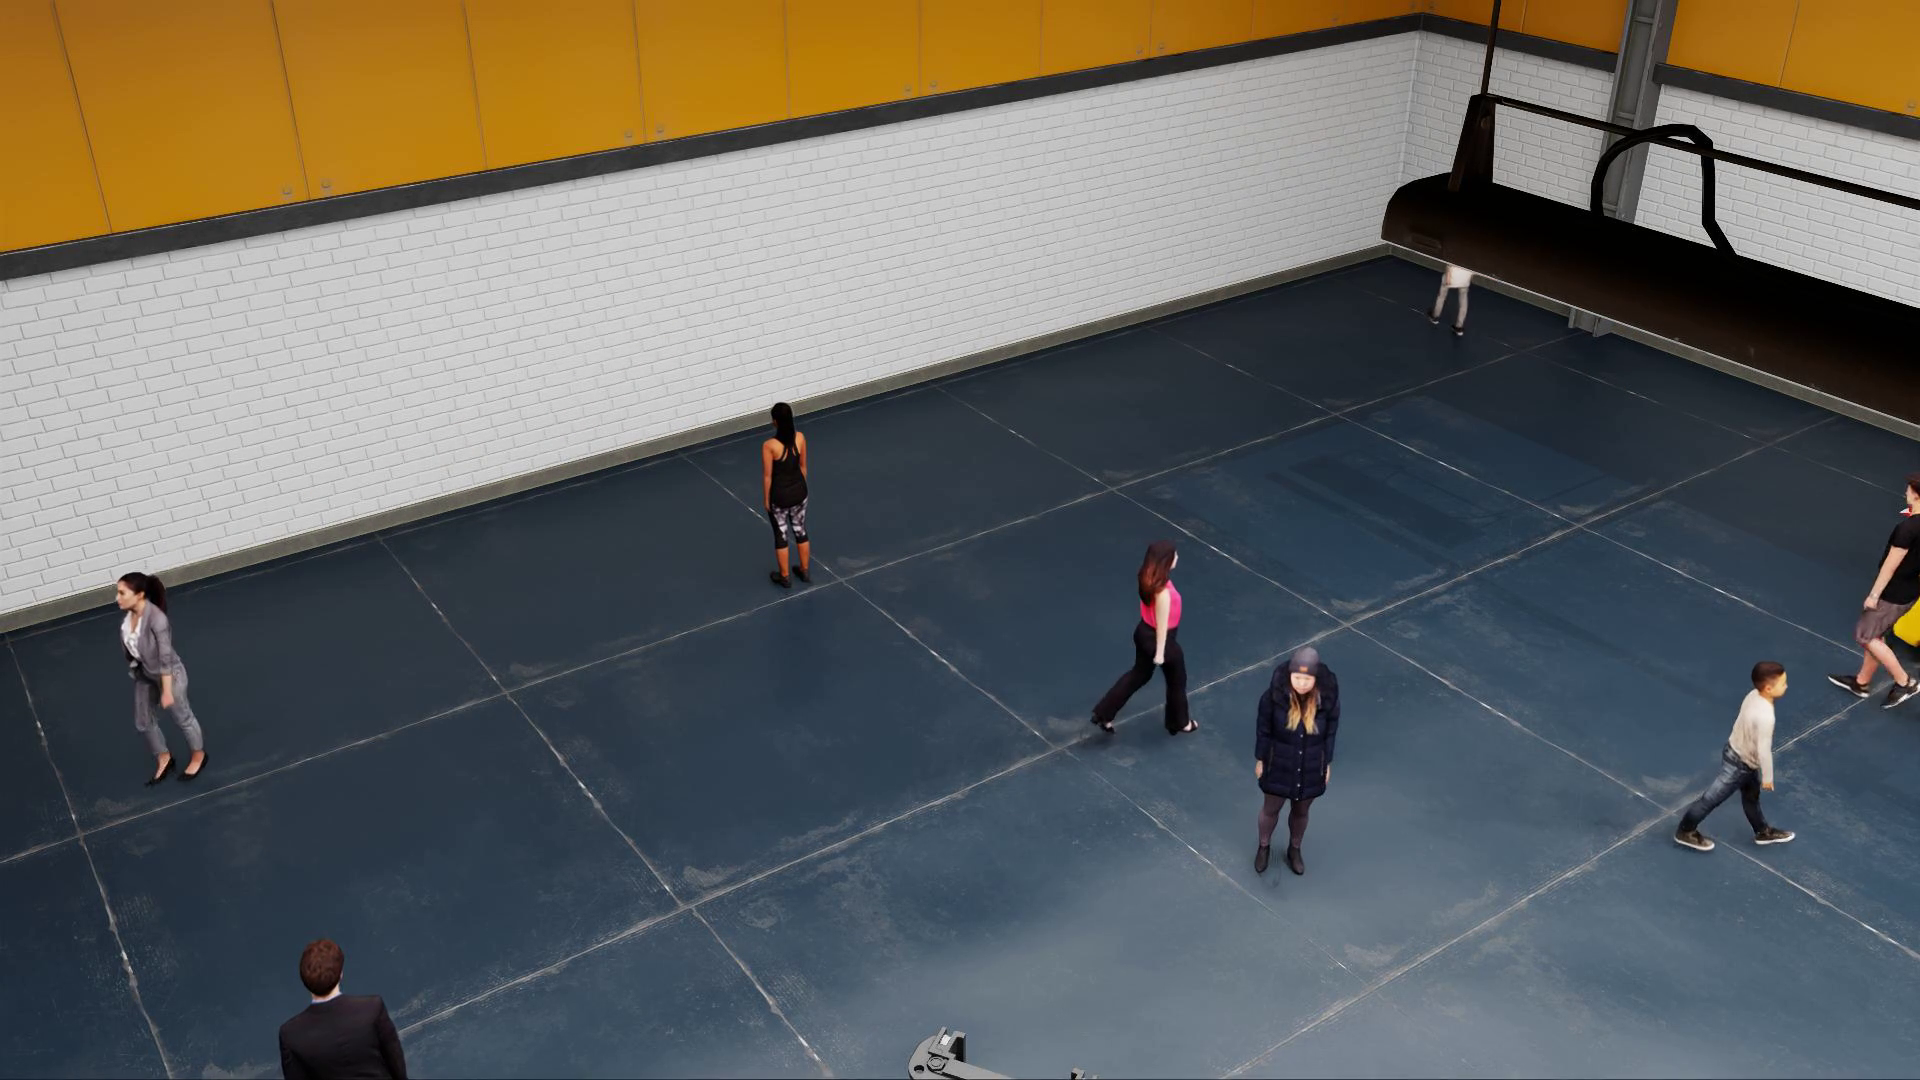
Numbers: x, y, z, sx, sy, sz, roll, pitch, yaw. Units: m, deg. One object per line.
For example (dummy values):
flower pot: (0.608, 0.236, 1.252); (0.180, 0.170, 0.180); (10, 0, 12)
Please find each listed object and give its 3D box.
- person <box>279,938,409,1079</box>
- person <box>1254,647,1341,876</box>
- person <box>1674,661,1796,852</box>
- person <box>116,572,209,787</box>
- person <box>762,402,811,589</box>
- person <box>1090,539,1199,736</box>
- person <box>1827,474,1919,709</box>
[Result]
person: (-2.889, 2.688, 7.945); (0.713, 1.893, 0.645); (-14, 32, -24)
person: (2.117, 1.393, 10.547); (0.795, 1.675, 0.843); (2, 29, 4)
person: (4.978, 1.419, 10.757); (1.038, 1.429, 0.927); (8, 30, 14)
person: (-5.410, 0.919, 11.427); (0.703, 1.665, 0.793); (18, 34, 30)
person: (-1.440, -0.390, 13.828); (0.583, 1.664, 0.531); (-22, 36, -35)
person: (1.321, 0.741, 11.792); (0.864, 1.628, 1.052); (-9, 30, -15)
person: (6.923, 0.411, 12.172); (0.736, 1.844, 0.917); (-23, 36, -36)
